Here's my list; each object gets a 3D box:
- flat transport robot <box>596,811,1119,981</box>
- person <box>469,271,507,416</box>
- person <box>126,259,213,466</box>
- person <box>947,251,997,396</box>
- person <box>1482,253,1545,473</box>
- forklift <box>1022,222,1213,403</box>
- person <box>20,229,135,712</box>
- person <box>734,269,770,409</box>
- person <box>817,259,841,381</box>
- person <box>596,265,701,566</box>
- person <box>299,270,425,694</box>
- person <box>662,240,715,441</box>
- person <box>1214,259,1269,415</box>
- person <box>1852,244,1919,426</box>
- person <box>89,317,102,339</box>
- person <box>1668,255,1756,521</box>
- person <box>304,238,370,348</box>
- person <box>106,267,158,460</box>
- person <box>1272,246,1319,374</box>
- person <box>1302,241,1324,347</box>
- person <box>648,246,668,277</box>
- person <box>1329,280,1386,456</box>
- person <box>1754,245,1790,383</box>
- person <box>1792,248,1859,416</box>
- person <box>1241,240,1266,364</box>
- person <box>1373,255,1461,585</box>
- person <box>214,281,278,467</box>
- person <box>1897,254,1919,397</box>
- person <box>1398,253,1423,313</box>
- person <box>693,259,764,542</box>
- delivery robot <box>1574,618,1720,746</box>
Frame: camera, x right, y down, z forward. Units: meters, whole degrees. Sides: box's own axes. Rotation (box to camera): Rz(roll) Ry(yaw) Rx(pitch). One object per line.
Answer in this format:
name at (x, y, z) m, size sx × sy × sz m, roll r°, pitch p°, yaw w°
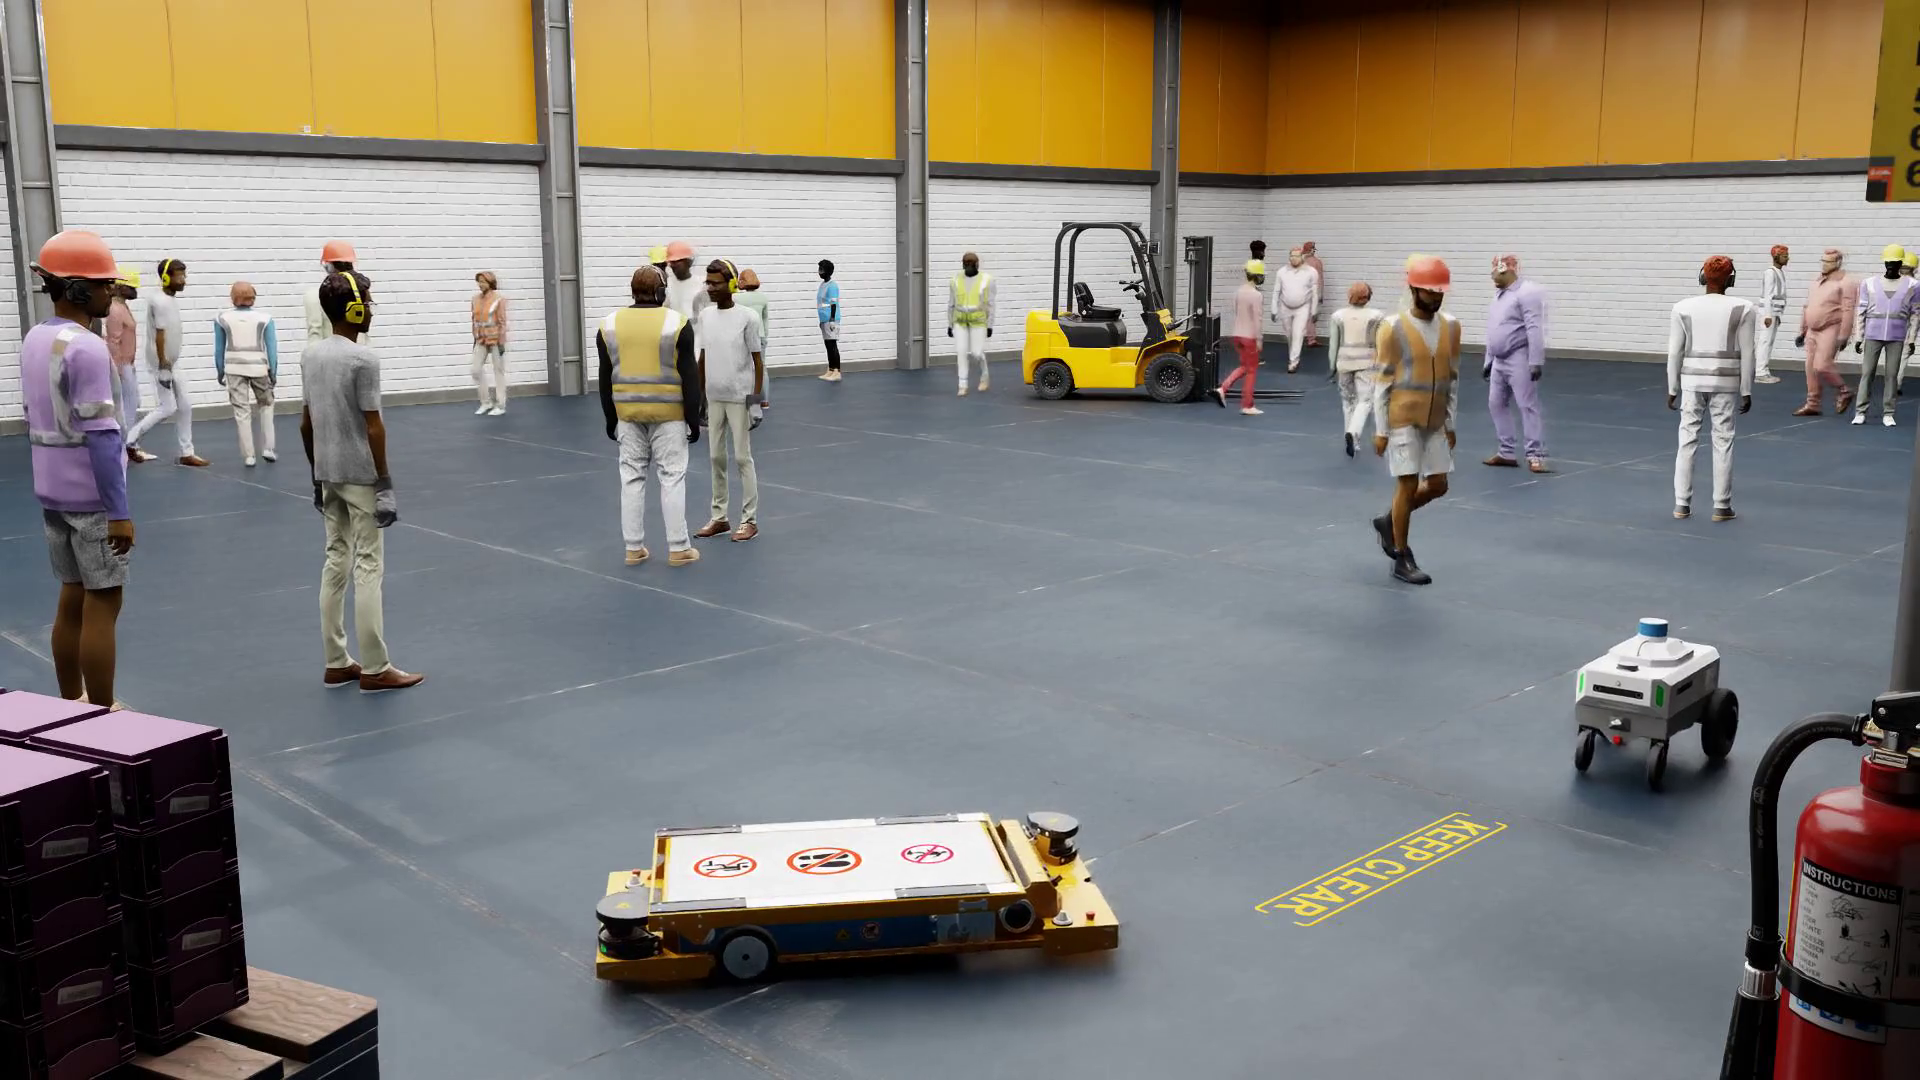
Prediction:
flat transport robot at (-0.311, 1.015, 4.839) m, size 1.431 × 0.197 × 0.652 m, roll -1°, pitch 10°, yaw -8°
person at (-5.287, -2.188, 18.588) m, size 0.546 × 1.620 × 0.454 m, roll 5°, pitch 12°, yaw 26°
person at (-6.981, -1.526, 14.460) m, size 0.718 × 1.833 × 0.518 m, roll -1°, pitch 10°, yaw -3°
person at (0.147, -2.743, 21.123) m, size 0.630 × 1.828 × 0.494 m, roll 3°, pitch 11°, yaw 16°
person at (4.803, -1.531, 14.374) m, size 0.431 × 1.864 × 0.784 m, roll -2°, pitch 11°, yaw -13°
forklift at (1.935, -2.847, 20.651) m, size 2.313 × 2.155 × 1.214 m, roll 2°, pitch 11°, yaw 13°
person at (-3.374, -0.173, 6.484) m, size 0.615 × 2.040 × 0.391 m, roll 9°, pitch 14°, yaw 41°
person at (-2.424, -2.324, 19.332) m, size 0.268 × 1.631 × 0.507 m, roll 9°, pitch 14°, yaw 41°
person at (-1.828, -3.055, 23.171) m, size 0.320 × 1.694 × 0.537 m, roll -4°, pitch 11°, yaw -20°
person at (-1.887, -0.757, 10.217) m, size 0.634 × 1.841 × 0.429 m, roll 2°, pitch 11°, yaw 9°
person at (-2.697, -0.254, 7.396) m, size 0.513 × 1.871 × 0.329 m, roll 7°, pitch 12°, yaw 32°
person at (-2.674, -1.991, 16.594) m, size 0.620 × 1.991 × 1.077 m, roll 3°, pitch 11°, yaw 18°
person at (3.207, -2.271, 18.721) m, size 0.534 × 1.745 × 0.546 m, roll -4°, pitch 11°, yaw -20°
person at (9.853, -2.171, 17.691) m, size 0.589 × 1.928 × 0.384 m, roll 6°, pitch 12°, yaw 28°
person at (-8.036, -1.698, 15.340) m, size 0.346 × 1.847 × 0.507 m, roll -5°, pitch 11°, yaw -23°
person at (5.334, -1.074, 11.834) m, size 0.572 × 1.883 × 0.354 m, roll 7°, pitch 12°, yaw 33°
person at (-4.833, -1.352, 13.042) m, size 0.394 × 1.992 × 0.620 m, roll 5°, pitch 11°, yaw 25°
person at (-7.555, -1.564, 14.865) m, size 0.592 × 1.734 × 0.559 m, roll -4°, pitch 11°, yaw -19°
person at (4.980, -3.429, 24.728) m, size 0.655 × 1.869 × 0.952 m, roll 5°, pitch 11°, yaw 25°
person at (6.322, -4.457, 30.217) m, size 0.651 × 1.906 × 0.404 m, roll 9°, pitch 14°, yaw 40°
person at (-3.258, -2.221, 18.022) m, size 0.621 × 1.896 × 0.808 m, roll 1°, pitch 10°, yaw 4°
person at (3.625, -1.568, 15.246) m, size 0.527 × 1.618 × 0.691 m, roll 6°, pitch 12°, yaw 28°
person at (11.174, -3.099, 22.876) m, size 0.357 × 1.881 × 0.574 m, roll 8°, pitch 13°, yaw 37°
person at (9.651, -2.300, 18.515) m, size 0.491 × 1.886 × 0.675 m, roll -2°, pitch 11°, yaw -10°
person at (4.625, -3.740, 26.208) m, size 0.402 × 1.947 × 0.630 m, roll 1°, pitch 10°, yaw 4°
person at (2.645, -0.712, 9.771) m, size 0.543 × 1.913 × 0.601 m, roll -4°, pitch 11°, yaw -21°
person at (-6.275, -1.462, 14.654) m, size 0.527 × 1.619 × 0.562 m, roll -3°, pitch 11°, yaw -18°
person at (11.971, -2.716, 21.063) m, size 0.904 × 1.781 × 0.607 m, roll -9°, pitch 14°, yaw -41°
person at (5.378, -2.443, 19.477) m, size 0.617 × 1.813 × 0.599 m, roll -2°, pitch 11°, yaw -12°
person at (-1.540, -0.920, 11.040) m, size 0.535 × 1.864 × 0.309 m, roll 6°, pitch 12°, yaw 28°
delivery robot at (2.635, 0.543, 6.363) m, size 0.477 × 0.478 × 0.707 m, roll 9°, pitch 13°, yaw 39°
